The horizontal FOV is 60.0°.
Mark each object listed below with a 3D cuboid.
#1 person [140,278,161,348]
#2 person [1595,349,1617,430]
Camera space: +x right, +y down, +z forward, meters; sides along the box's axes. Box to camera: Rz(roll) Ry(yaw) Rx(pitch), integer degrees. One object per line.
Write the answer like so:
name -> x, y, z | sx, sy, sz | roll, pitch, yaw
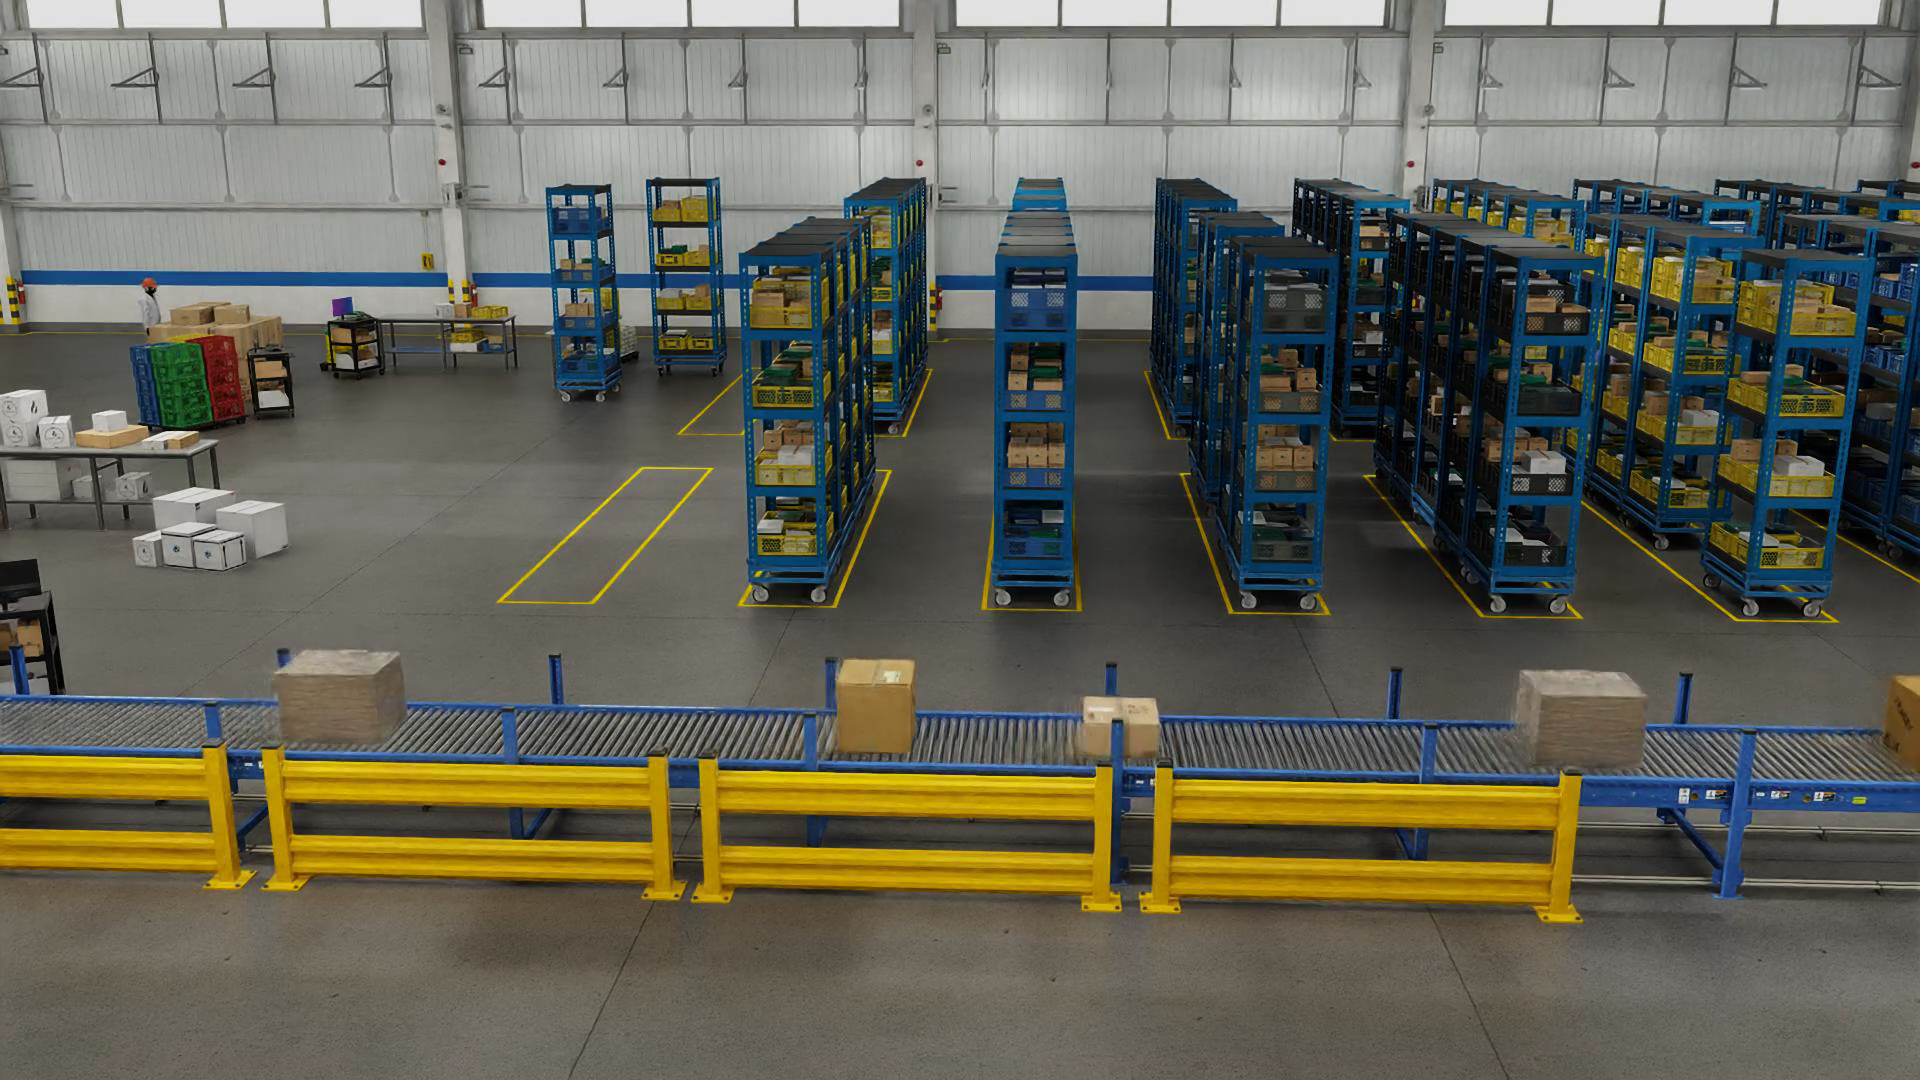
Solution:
person -> -15.139, -4.044, 31.245 | 0.360, 1.744, 0.577 | -2, 15, -7
person -> 9.507, -2.293, 24.551 | 0.395, 1.847, 0.564 | 4, 16, 15
